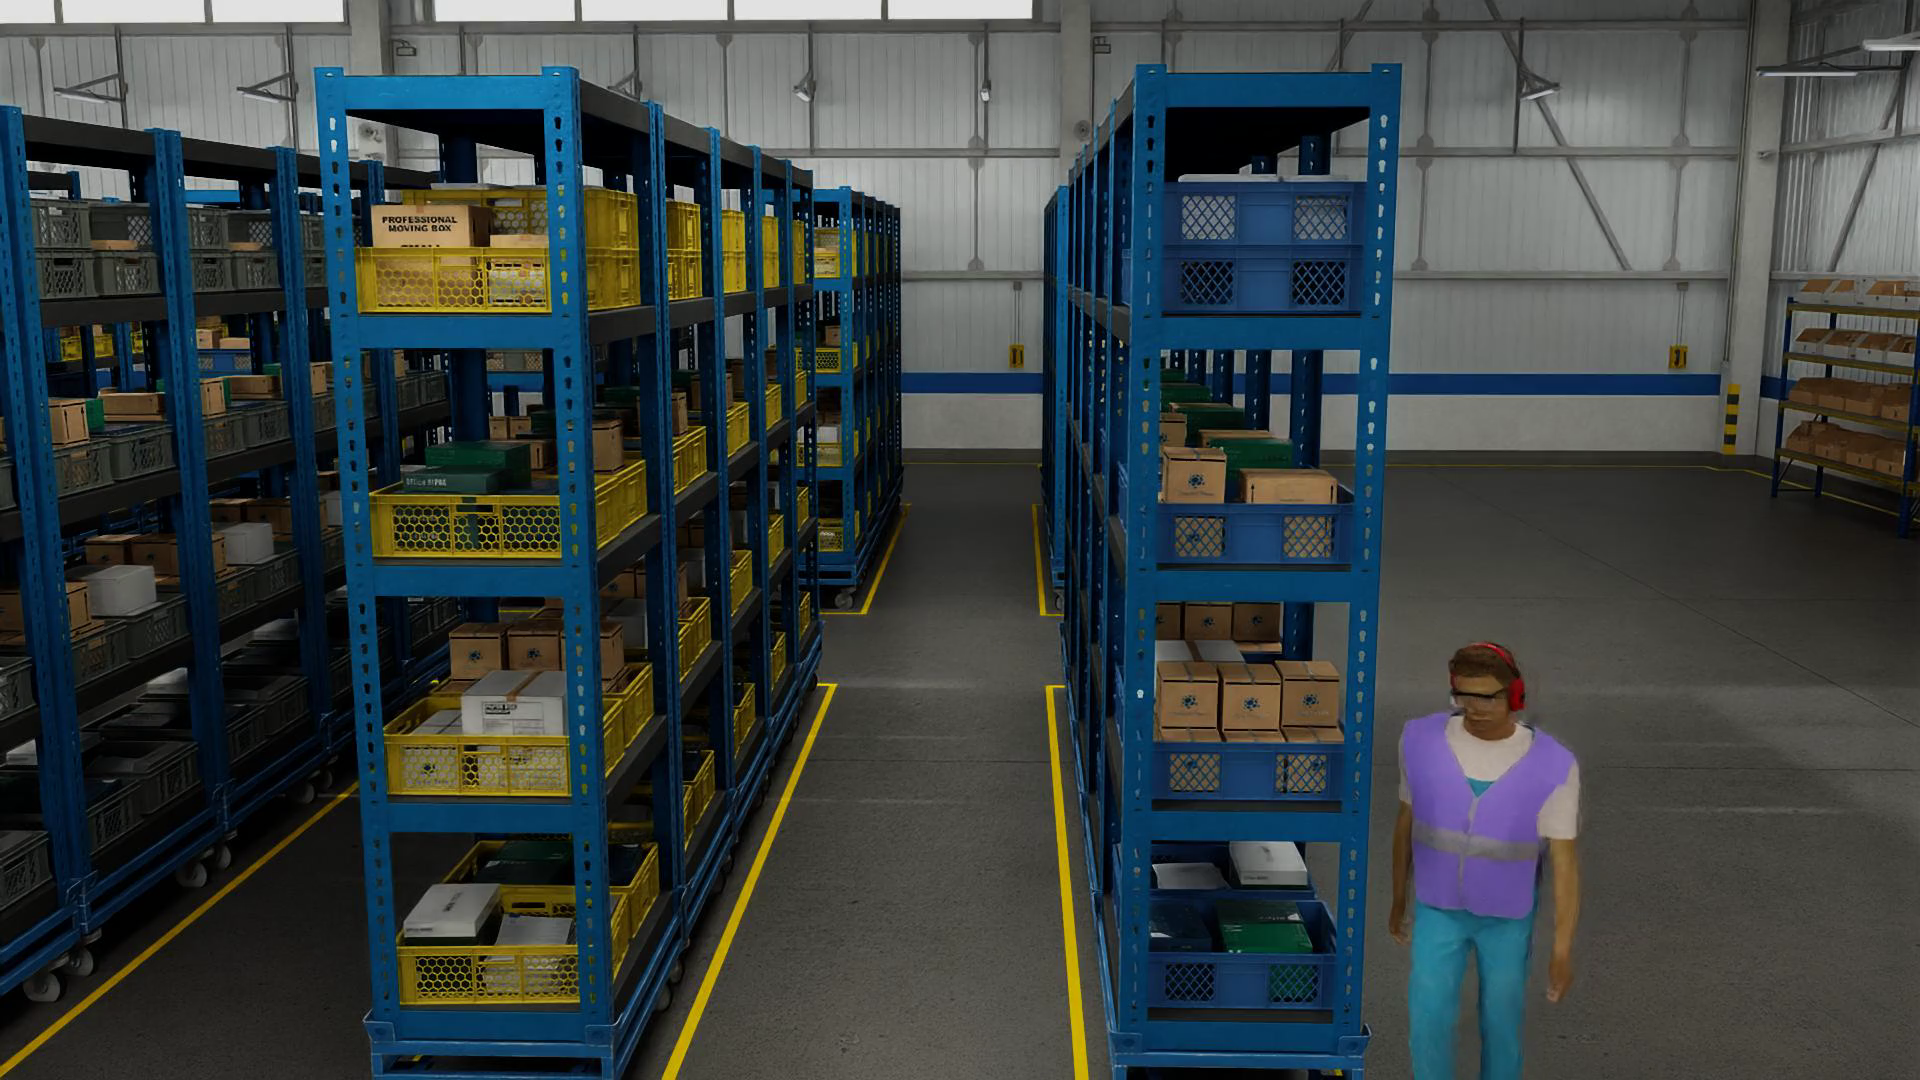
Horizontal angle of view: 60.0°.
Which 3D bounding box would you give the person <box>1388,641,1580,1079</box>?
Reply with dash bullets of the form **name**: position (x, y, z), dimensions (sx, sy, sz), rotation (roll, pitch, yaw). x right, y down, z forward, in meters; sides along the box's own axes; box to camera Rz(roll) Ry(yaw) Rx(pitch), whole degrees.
- **person**: position (1.655, 1.224, 5.312), dimensions (0.590, 1.824, 0.564), rotation (4, 11, 23)
